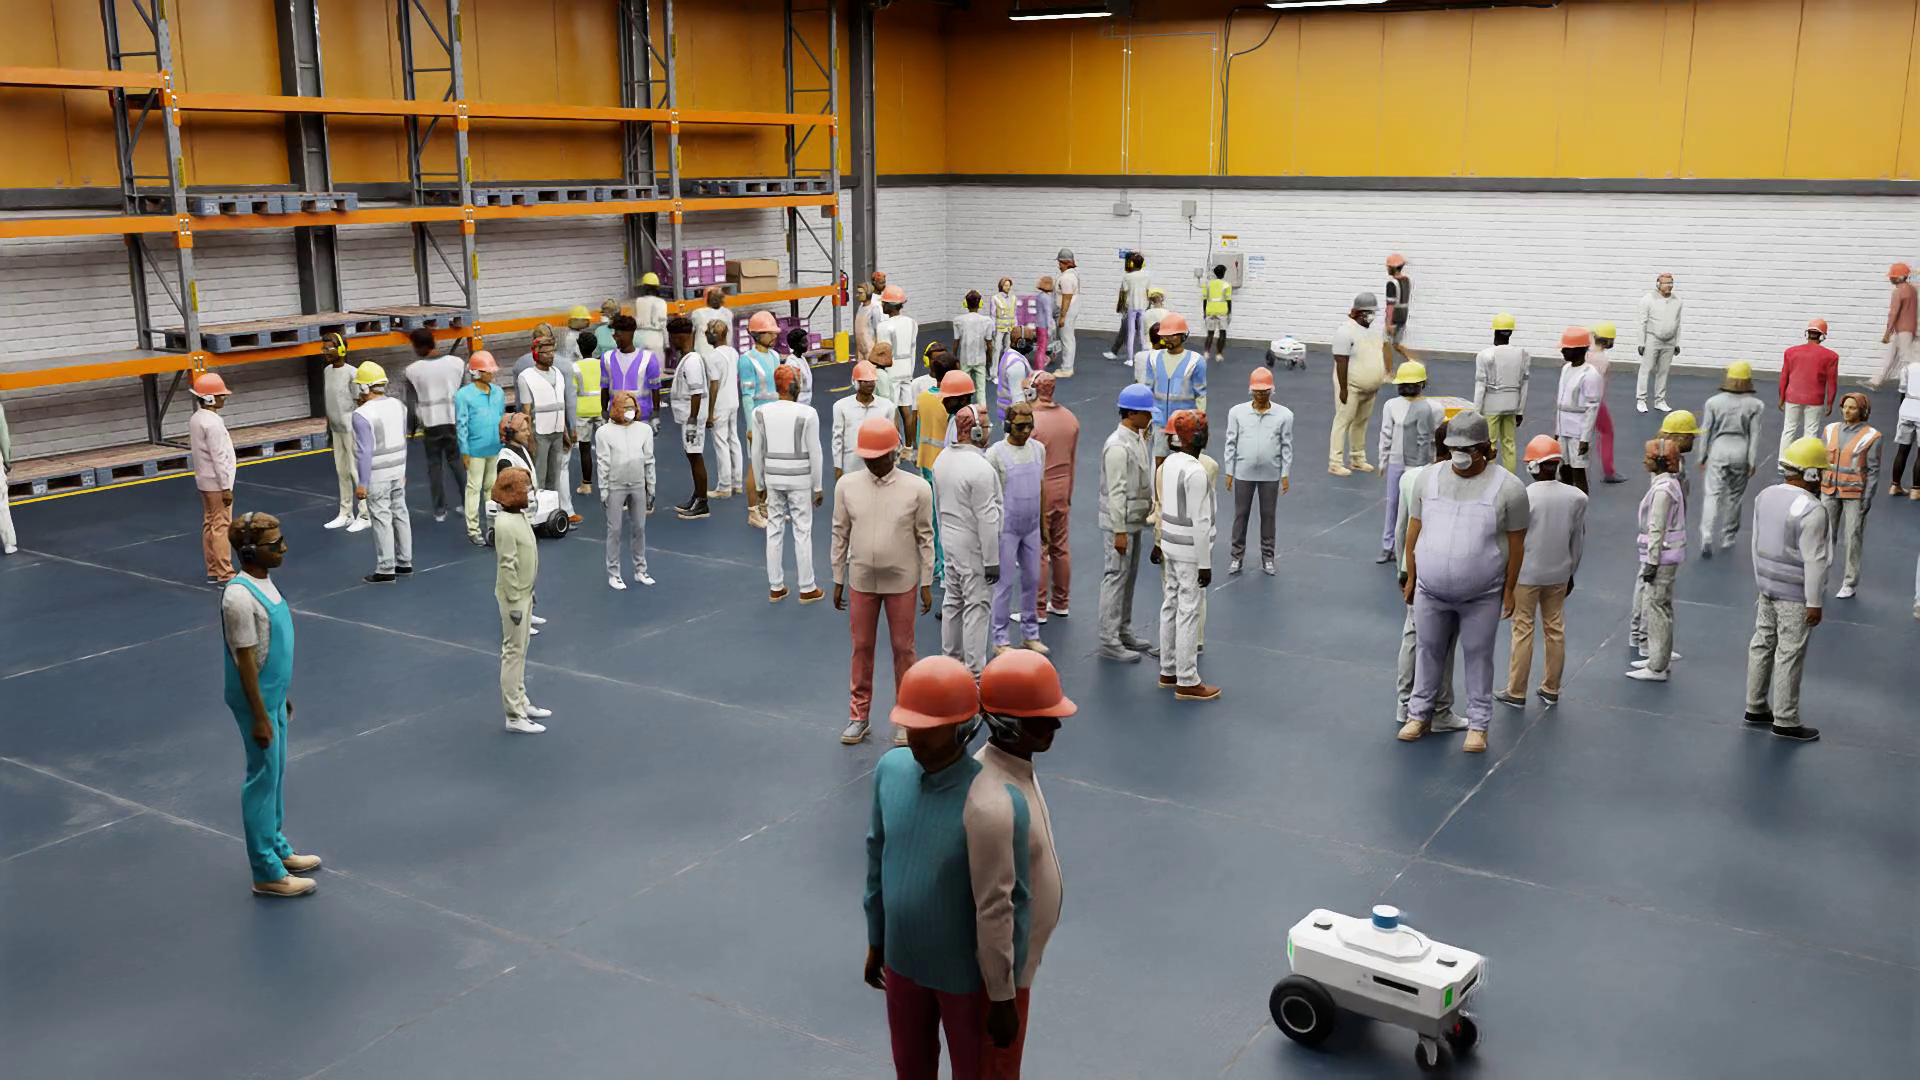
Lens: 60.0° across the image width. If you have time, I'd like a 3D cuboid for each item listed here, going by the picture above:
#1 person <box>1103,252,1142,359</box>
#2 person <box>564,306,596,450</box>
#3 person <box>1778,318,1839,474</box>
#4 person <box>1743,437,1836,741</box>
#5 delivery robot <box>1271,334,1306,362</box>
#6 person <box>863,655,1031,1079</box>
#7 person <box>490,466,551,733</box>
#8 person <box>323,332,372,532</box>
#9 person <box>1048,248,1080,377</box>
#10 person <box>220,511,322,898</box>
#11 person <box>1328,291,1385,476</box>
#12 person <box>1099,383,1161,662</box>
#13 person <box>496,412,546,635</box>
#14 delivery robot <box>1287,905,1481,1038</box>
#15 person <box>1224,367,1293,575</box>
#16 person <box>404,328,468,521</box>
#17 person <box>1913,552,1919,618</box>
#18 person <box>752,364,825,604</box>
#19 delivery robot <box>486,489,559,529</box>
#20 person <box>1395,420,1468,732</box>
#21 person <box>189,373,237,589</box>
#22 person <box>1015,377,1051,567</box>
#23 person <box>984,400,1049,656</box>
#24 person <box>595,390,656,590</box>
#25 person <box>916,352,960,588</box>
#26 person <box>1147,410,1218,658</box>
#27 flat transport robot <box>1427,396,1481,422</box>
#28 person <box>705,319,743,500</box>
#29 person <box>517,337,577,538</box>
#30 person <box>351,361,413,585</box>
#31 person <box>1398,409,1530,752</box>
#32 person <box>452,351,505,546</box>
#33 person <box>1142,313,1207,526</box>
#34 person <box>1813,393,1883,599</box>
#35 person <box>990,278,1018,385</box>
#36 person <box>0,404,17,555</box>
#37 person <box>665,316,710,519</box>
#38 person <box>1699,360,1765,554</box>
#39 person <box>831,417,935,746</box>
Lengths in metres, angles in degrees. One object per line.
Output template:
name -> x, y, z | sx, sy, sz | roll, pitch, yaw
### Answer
person -> 2.918, -4.047, 28.770 | 0.908, 1.851, 0.723 | -3, 13, -14
person -> -4.529, -1.938, 19.910 | 0.579, 1.723, 0.498 | 1, 13, 4
person -> 9.288, -1.560, 18.237 | 0.577, 1.737, 0.354 | 9, 16, 34
person -> 5.007, 0.288, 10.011 | 0.403, 1.834, 0.586 | -2, 13, -9
delivery robot -> 5.450, -3.174, 27.611 | 0.477, 0.478, 0.707 | -4, 14, -15
person -> -0.068, 1.312, 5.212 | 0.608, 1.996, 0.381 | 10, 16, 37
person -> -2.689, 0.354, 10.161 | 0.279, 1.634, 0.498 | -1, 13, -5
person -> -5.762, -1.009, 15.557 | 0.521, 1.873, 0.336 | 9, 16, 33
person -> 1.638, -3.622, 26.517 | 0.538, 2.000, 0.681 | 3, 13, 12
person -> -3.286, 0.772, 7.887 | 0.344, 1.847, 0.507 | -3, 13, -12
person -> 4.405, -1.731, 18.316 | 0.689, 2.000, 0.536 | -10, 16, -38
person -> 1.169, -0.126, 11.583 | 0.416, 1.939, 0.606 | 5, 14, 19
person -> -3.250, -0.126, 12.233 | 0.307, 1.639, 0.525 | -1, 13, -2
delivery robot -> 1.667, 1.683, 6.558 | 0.707, 0.478, 0.477 | 10, 16, 36
person -> 2.492, -0.575, 13.927 | 0.563, 1.752, 0.325 | 2, 13, 7
person -> -4.976, -1.105, 15.985 | 0.684, 1.874, 0.527 | -7, 15, -29
person -> 7.506, -0.384, 12.603 | 0.400, 1.990, 0.619 | 7, 15, 26
person -> -1.340, -0.433, 13.026 | 0.573, 1.885, 0.359 | 4, 14, 18
delivery robot -> -3.981, -0.295, 15.134 | 0.477, 0.478, 0.707 | 6, 14, 24
person -> 2.905, 0.218, 10.140 | 0.375, 1.911, 0.597 | -9, 16, -34
person -> -6.031, -0.482, 13.526 | 0.330, 1.751, 0.565 | -10, 17, -38
person -> 0.644, -0.573, 14.172 | 0.308, 1.639, 0.523 | 9, 16, 34
person -> 0.391, -0.069, 11.562 | 0.518, 1.836, 0.346 | -9, 16, -34
person -> -2.703, -0.409, 13.498 | 0.492, 1.625, 0.279 | -8, 15, -32
person -> -0.137, -0.555, 13.536 | 0.385, 1.894, 0.596 | -9, 16, -35
person -> 1.532, -0.035, 11.587 | 0.572, 1.749, 0.334 | -11, 17, -40
flat transport robot -> 6.525, -1.752, 22.282 | 0.652, 0.197, 1.431 | 0, 13, -1
person -> -2.438, -1.336, 17.029 | 0.339, 1.845, 0.507 | 6, 14, 25
person -> -3.841, -0.961, 15.401 | 0.389, 1.847, 0.567 | 6, 14, 24
person -> -4.754, -0.546, 13.627 | 0.404, 1.834, 0.591 | 4, 14, 18
person -> 2.928, 0.239, 9.771 | 0.688, 2.000, 0.536 | 8, 15, 30
person -> -4.297, -0.835, 15.063 | 0.336, 1.749, 0.560 | 8, 15, 32
person -> 1.991, -1.110, 15.615 | 0.615, 2.040, 0.391 | 7, 15, 29
person -> 7.043, -0.363, 13.249 | 0.309, 1.645, 0.515 | -8, 15, -30
person -> 0.677, -3.226, 25.673 | 0.514, 1.642, 0.311 | -9, 16, -35
person -> -8.551, -0.647, 14.499 | 0.514, 1.637, 0.310 | -10, 16, -36
person -> -2.632, -1.186, 16.128 | 0.388, 1.956, 0.610 | -3, 13, -12
person -> 6.790, -0.732, 14.697 | 0.492, 1.719, 0.774 | 8, 15, 30
person -> -0.464, 0.251, 9.843 | 0.622, 1.981, 0.403 | 2, 13, 9
